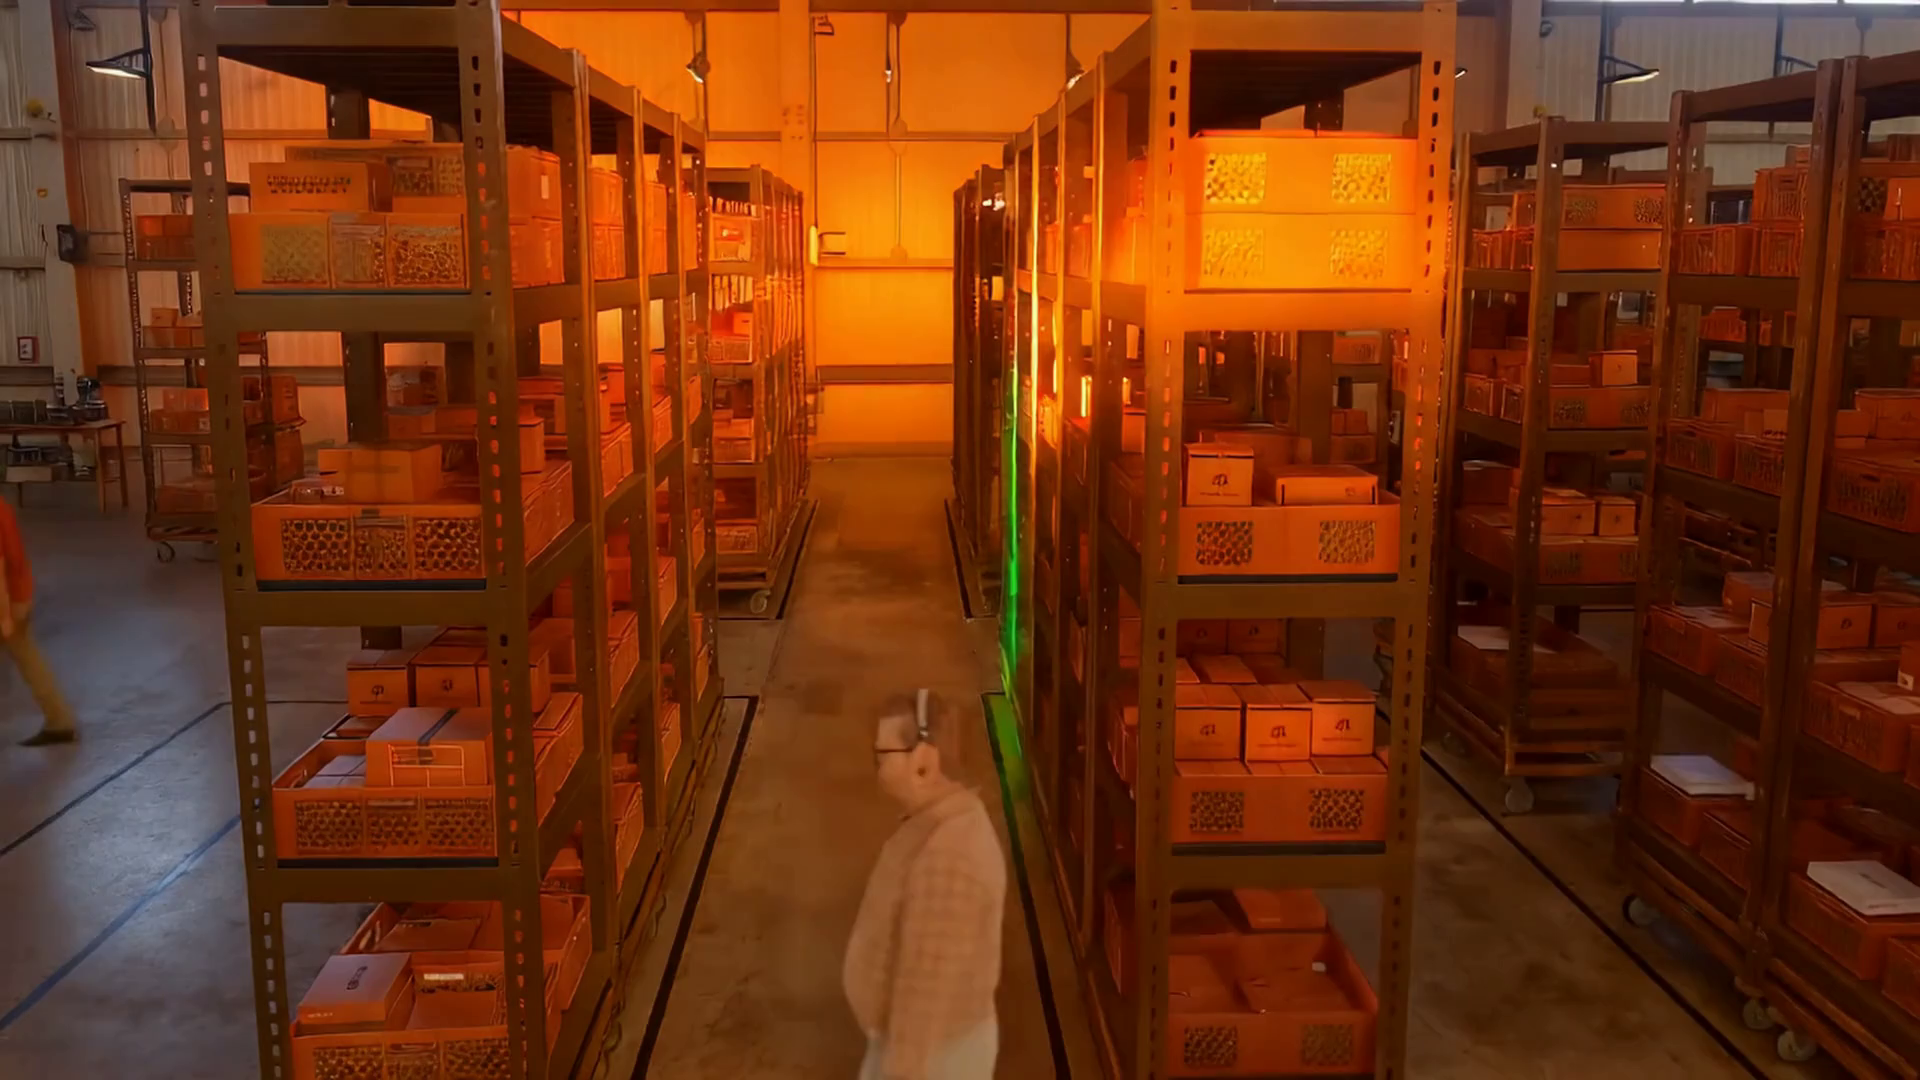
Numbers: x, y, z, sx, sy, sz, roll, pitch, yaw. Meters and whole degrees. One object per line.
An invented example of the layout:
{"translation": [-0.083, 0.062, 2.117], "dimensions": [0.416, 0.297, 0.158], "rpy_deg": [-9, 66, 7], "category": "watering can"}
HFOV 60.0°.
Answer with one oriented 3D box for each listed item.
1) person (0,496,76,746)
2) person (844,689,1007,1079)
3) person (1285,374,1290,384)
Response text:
{"translation": [-5.753, 0.373, 9.732], "dimensions": [0.964, 1.795, 0.567], "rpy_deg": [-3, 11, -19], "category": "person"}
{"translation": [-0.042, 1.296, 4.287], "dimensions": [0.960, 1.870, 0.635], "rpy_deg": [-1, 10, -6], "category": "person"}
{"translation": [4.106, -1.532, 20.580], "dimensions": [0.812, 1.808, 0.599], "rpy_deg": [-3, 10, -14], "category": "person"}
